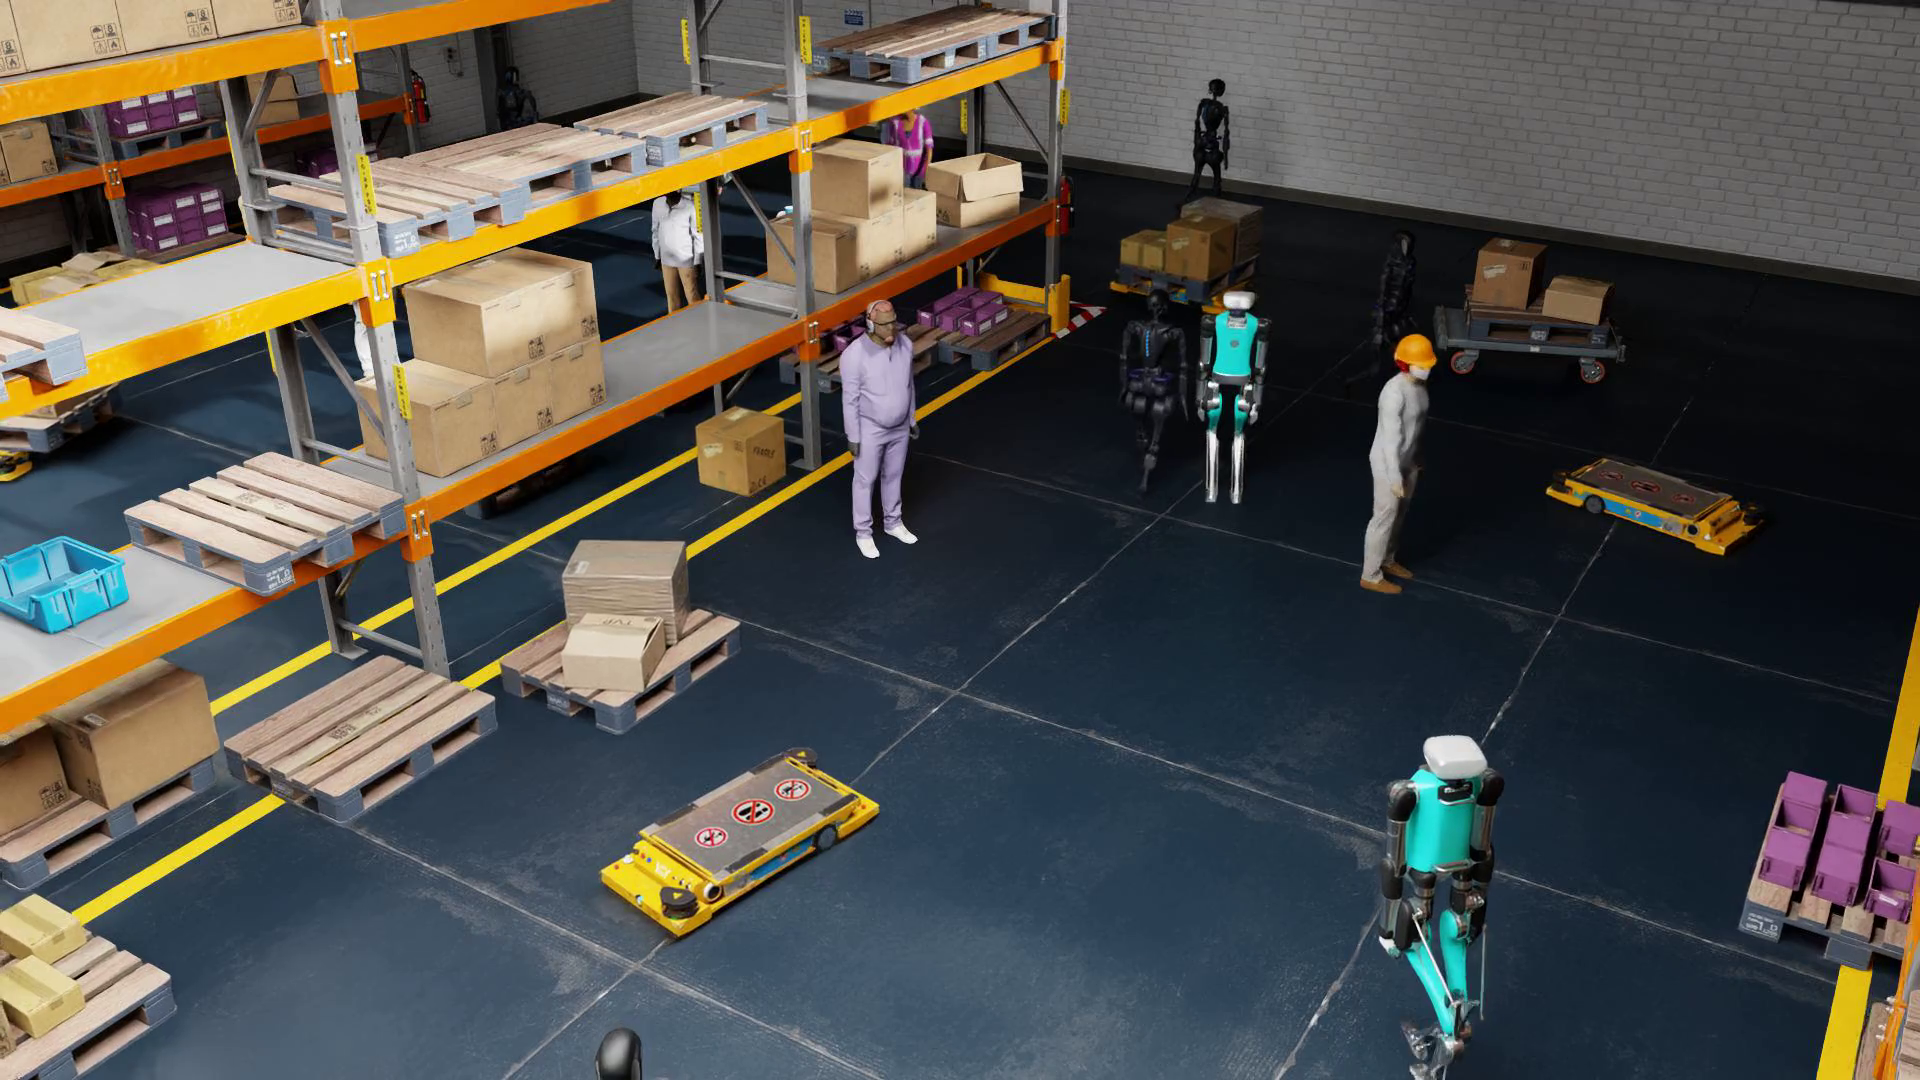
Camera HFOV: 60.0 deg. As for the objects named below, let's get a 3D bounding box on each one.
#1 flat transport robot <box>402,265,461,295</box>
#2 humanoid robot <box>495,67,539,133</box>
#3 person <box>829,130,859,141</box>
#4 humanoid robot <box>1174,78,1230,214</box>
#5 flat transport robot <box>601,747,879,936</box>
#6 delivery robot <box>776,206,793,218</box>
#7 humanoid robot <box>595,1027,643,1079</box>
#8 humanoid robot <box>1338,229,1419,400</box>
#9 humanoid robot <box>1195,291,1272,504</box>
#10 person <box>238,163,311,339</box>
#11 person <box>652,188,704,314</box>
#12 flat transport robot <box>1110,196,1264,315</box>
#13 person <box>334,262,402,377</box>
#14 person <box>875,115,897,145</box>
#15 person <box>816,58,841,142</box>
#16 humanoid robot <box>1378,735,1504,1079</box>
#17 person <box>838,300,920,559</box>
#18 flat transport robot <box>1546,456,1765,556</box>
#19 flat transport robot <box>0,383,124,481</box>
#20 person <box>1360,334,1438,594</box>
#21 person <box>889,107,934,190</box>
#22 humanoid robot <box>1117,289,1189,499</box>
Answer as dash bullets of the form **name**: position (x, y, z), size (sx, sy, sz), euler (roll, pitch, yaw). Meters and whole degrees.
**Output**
- **flat transport robot**: position (-5.084, -2.730, 17.577), size (1.431, 0.231, 0.659), euler (-20, 33, -34)
- **humanoid robot**: position (-5.467, -5.031, 20.591), size (0.602, 1.622, 0.760), euler (4, 27, 8)
- **person**: position (-1.229, -3.565, 17.408), size (0.539, 1.922, 0.456), euler (-7, 28, -14)
- **humanoid robot**: position (2.952, -4.711, 19.996), size (0.779, 1.646, 0.608), euler (-18, 32, -32)
- **flat transport robot**: position (-1.174, 1.605, 9.036), size (0.659, 0.231, 1.431), euler (23, 35, 37)
- **delivery robot**: position (-1.900, -3.447, 18.678), size (0.499, 0.598, 0.802), euler (-1, 27, -2)
- **humanoid robot**: position (-1.117, 2.415, 5.894), size (0.585, 1.643, 0.567), euler (-3, 27, -7)
- **humanoid robot**: position (3.707, -1.930, 14.478), size (0.694, 1.632, 0.616), euler (22, 34, 36)
- **humanoid robot**: position (2.069, -1.111, 12.770), size (0.537, 1.799, 0.679), euler (4, 27, 8)
- **person**: position (-6.661, -2.801, 16.075), size (0.558, 1.751, 0.324), euler (22, 34, 36)
- **person**: position (-2.697, -2.696, 15.870), size (0.563, 1.751, 0.328), euler (12, 29, 22)
- **flat transport robot**: position (2.352, -2.644, 17.409), size (1.431, 0.231, 0.659), euler (20, 33, 34)
- **person**: position (-5.290, -2.323, 14.932), size (0.363, 1.939, 0.634), euler (16, 31, 28)
- **person**: position (-0.941, -5.334, 21.198), size (0.284, 1.633, 0.497), euler (10, 29, 18)
- **person**: position (-1.528, -5.077, 20.490), size (0.651, 1.815, 0.704), euler (-16, 31, -28)
- **humanoid robot**: position (2.123, 1.745, 7.154), size (0.537, 1.791, 0.831), euler (-8, 28, -15)
- **person**: position (-0.549, -0.811, 11.988), size (0.635, 1.910, 0.408), euler (-21, 34, -35)
- **flat transport robot**: position (5.325, -0.287, 12.764), size (0.659, 0.231, 1.431), euler (-23, 35, -37)
- **flat transport robot**: position (-7.799, -0.868, 13.908), size (0.659, 0.231, 1.431), euler (4, 27, 8)
- **person**: position (3.040, -0.541, 11.488), size (0.386, 1.886, 0.578), euler (19, 33, 33)
- **person**: position (-0.549, -4.218, 18.820), size (0.499, 1.796, 0.843), euler (-3, 27, -6)
- **humanoid robot**: position (1.528, -1.179, 12.985), size (0.611, 1.635, 0.686), euler (13, 30, 24)
